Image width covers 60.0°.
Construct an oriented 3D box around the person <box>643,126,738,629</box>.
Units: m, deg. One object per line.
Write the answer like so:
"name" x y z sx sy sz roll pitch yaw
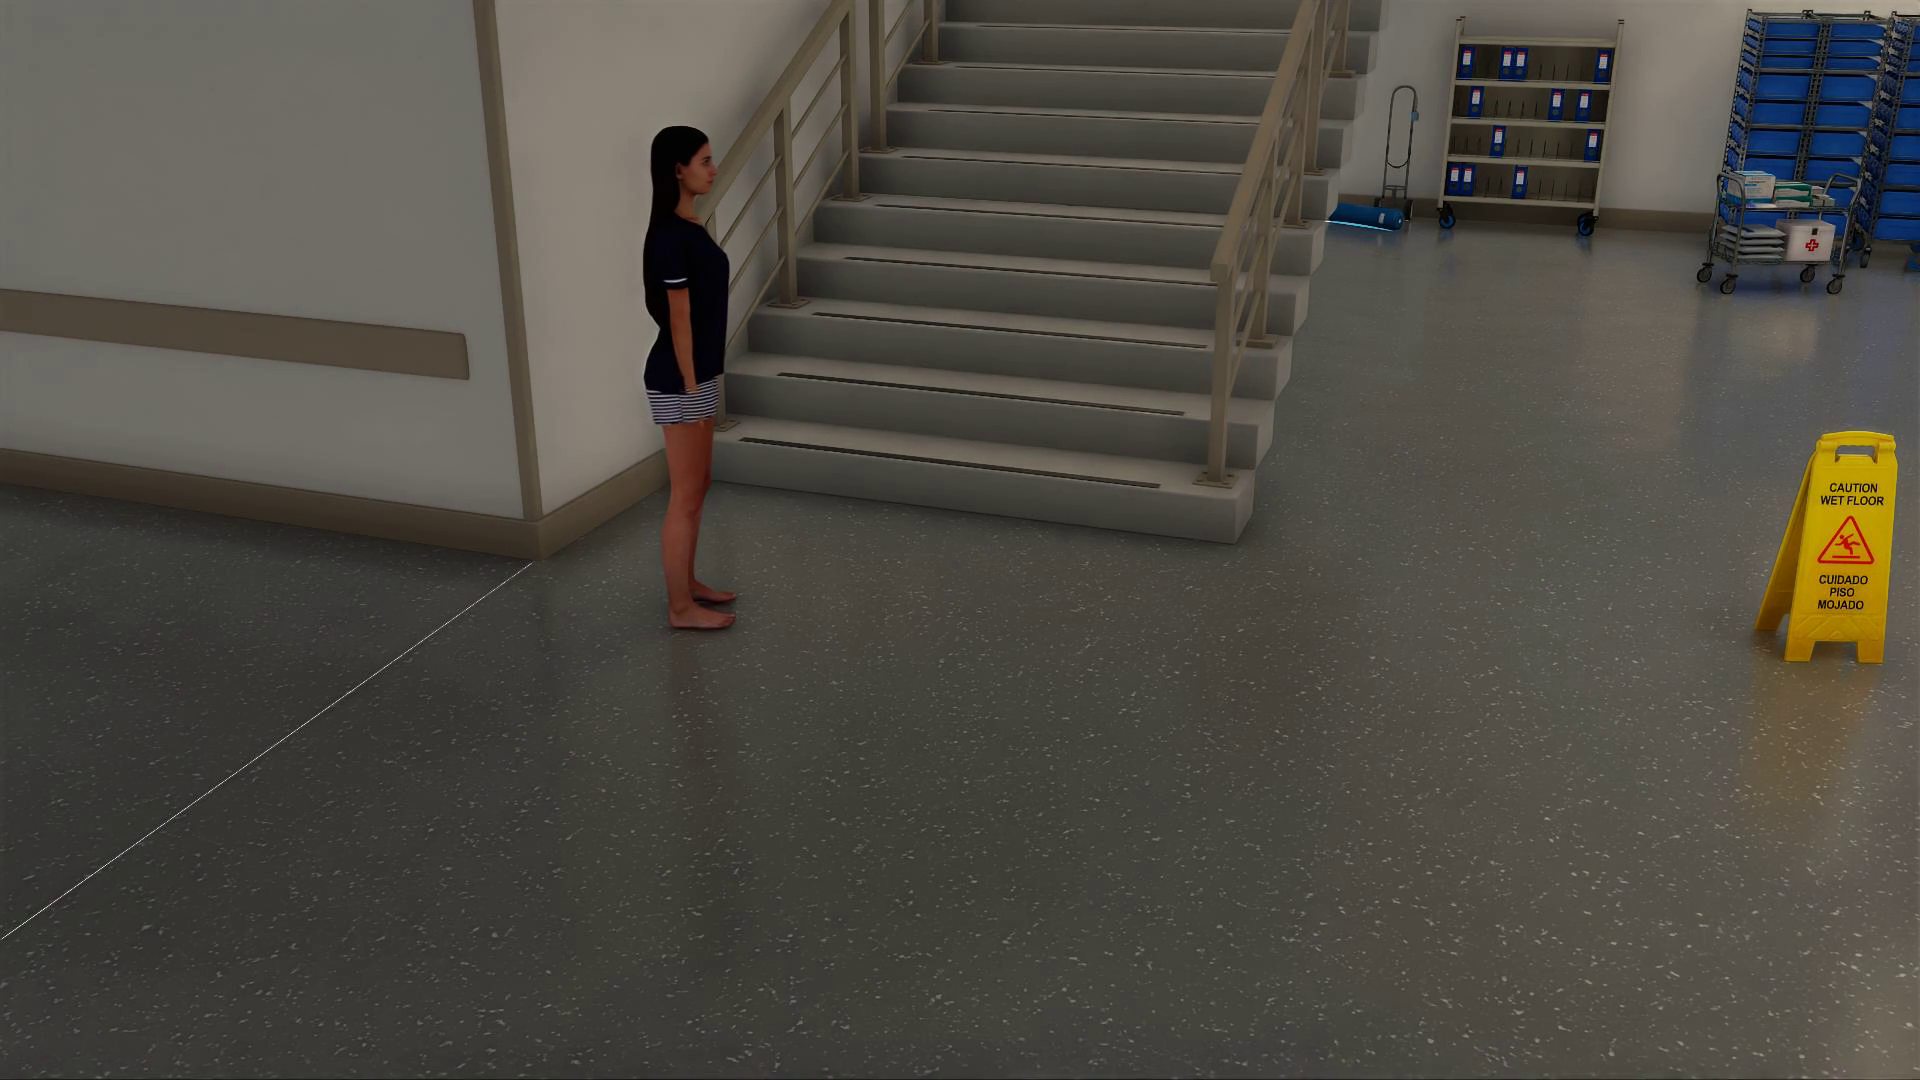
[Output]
"person" -0.970 -0.547 5.825 0.703 1.764 0.575 0 21 1
